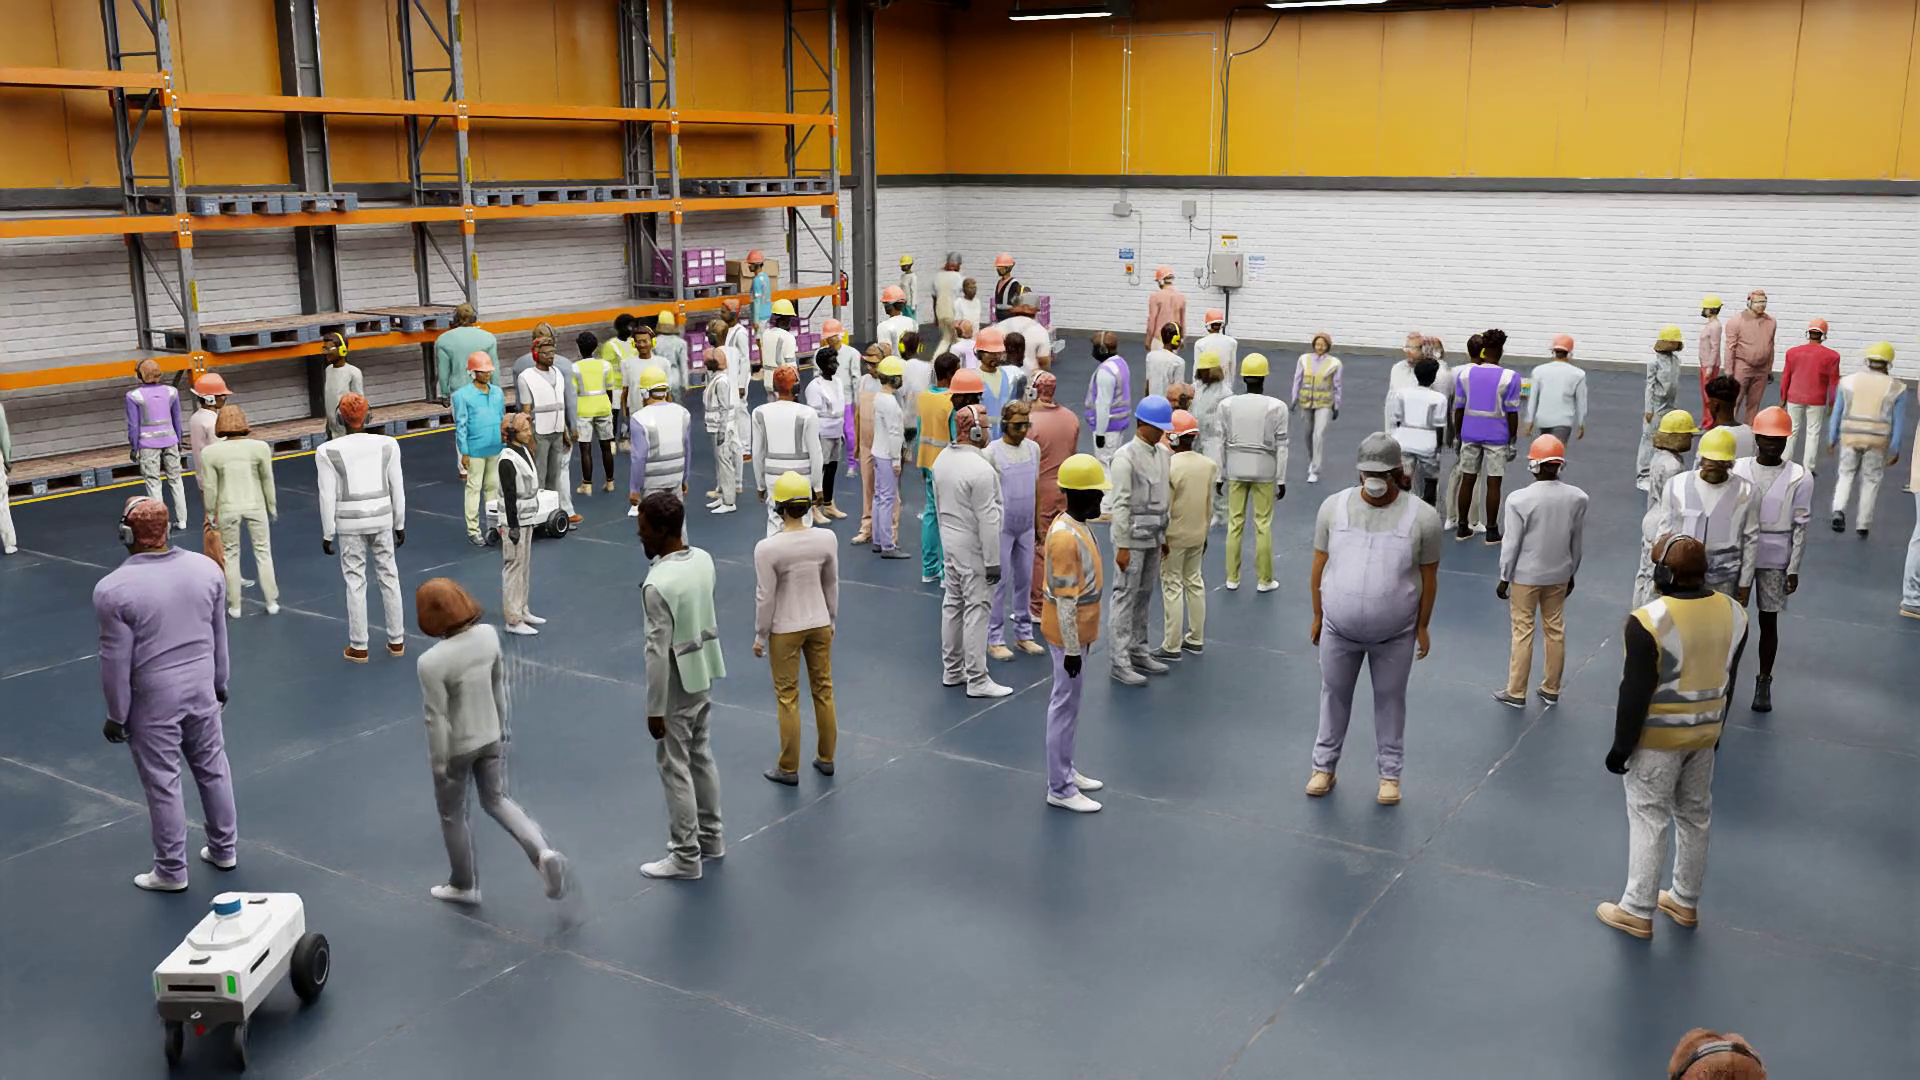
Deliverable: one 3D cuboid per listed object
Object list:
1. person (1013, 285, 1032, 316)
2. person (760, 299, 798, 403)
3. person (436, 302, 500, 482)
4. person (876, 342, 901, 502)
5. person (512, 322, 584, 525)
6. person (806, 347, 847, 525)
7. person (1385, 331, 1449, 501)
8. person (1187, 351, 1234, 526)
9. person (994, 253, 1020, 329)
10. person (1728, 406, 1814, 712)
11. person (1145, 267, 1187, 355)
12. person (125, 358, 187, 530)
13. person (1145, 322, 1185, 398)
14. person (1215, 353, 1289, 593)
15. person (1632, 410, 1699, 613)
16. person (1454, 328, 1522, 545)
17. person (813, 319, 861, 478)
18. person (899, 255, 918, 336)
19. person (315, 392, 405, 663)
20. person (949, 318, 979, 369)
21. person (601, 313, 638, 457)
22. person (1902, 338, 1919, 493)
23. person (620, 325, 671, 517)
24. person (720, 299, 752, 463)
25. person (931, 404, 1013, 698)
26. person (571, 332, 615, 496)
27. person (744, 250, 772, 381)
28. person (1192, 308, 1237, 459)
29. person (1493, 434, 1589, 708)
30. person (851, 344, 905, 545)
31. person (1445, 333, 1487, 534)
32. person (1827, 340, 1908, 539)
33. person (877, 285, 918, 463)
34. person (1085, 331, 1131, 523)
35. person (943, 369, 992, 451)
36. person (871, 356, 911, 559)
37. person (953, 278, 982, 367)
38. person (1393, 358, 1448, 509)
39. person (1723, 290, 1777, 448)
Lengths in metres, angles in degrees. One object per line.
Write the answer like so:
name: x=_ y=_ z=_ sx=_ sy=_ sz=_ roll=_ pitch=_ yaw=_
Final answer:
person: x=0.789 y=-2.293 z=21.129 sx=0.328 sy=1.872 sz=0.513 roll=3 pitch=13 yaw=12
person: x=-1.982 y=-1.712 z=18.504 sx=0.398 sy=1.920 sz=0.586 roll=-11 pitch=17 yaw=-39
person: x=-5.281 y=-1.589 z=17.924 sx=0.635 sy=1.937 sz=0.354 roll=-4 pitch=14 yaw=-17
person: x=-0.787 y=-1.188 z=16.850 sx=0.285 sy=1.633 sz=0.497 roll=-4 pitch=14 yaw=-17
person: x=-3.889 y=-1.083 z=15.728 sx=0.627 sy=1.941 sz=0.370 roll=4 pitch=14 yaw=16
person: x=-1.267 y=-1.001 z=15.903 sx=0.317 sy=1.695 sz=0.540 roll=7 pitch=15 yaw=27
person: x=4.295 y=-1.037 z=15.643 sx=0.756 sy=1.884 sz=0.645 roll=-9 pitch=16 yaw=-34
person: x=2.250 y=-0.908 z=15.505 sx=0.897 sy=1.697 sz=0.491 roll=-11 pitch=17 yaw=-41
person: x=0.671 y=-3.274 z=25.003 sx=0.374 sy=2.044 sz=0.606 roll=-7 pitch=15 yaw=-27
person: x=5.038 y=0.117 z=10.516 sx=0.545 sy=1.942 sz=0.347 roll=9 pitch=16 yaw=33
person: x=2.861 y=-2.788 z=23.063 sx=0.732 sy=1.966 sz=0.565 roll=-8 pitch=15 yaw=-30
person: x=-7.456 y=-0.867 z=15.443 sx=0.309 sy=1.641 sz=0.515 roll=9 pitch=16 yaw=34
person: x=2.053 y=-1.251 z=16.649 sx=0.335 sy=1.855 sz=0.532 roll=-11 pitch=17 yaw=-40
person: x=2.340 y=-0.534 z=13.364 sx=0.587 sy=1.930 sz=0.378 roll=6 pitch=14 yaw=23
person: x=4.948 y=-0.047 z=11.662 sx=0.305 sy=1.745 sz=0.483 roll=2 pitch=13 yaw=10
person: x=4.757 y=-0.932 z=15.036 sx=0.603 sy=1.958 sz=0.373 roll=10 pitch=16 yaw=37
person: x=-1.356 y=-1.553 z=18.205 sx=0.574 sy=1.737 sz=0.354 roll=5 pitch=14 yaw=20
person: x=-0.932 y=-4.168 z=29.512 sx=0.340 sy=1.761 sz=0.524 roll=-7 pitch=15 yaw=-27
person: x=-4.128 y=-0.083 z=11.519 sx=0.573 sy=1.879 sz=0.356 roll=-9 pitch=16 yaw=-34
person: x=0.047 y=-1.736 z=19.216 sx=0.309 sy=1.641 sz=0.514 roll=9 pitch=16 yaw=35
person: x=-3.969 y=-1.803 z=19.421 sx=0.340 sy=1.686 sz=0.622 roll=9 pitch=16 yaw=33
person: x=10.071 y=-1.360 z=17.325 sx=0.341 sy=1.761 sz=0.526 roll=8 pitch=15 yaw=30
person: x=-3.053 y=-1.158 z=16.204 sx=0.509 sy=1.872 sz=0.329 roll=-2 pitch=13 yaw=-9
person: x=-2.575 y=-1.812 z=19.010 sx=0.358 sy=1.883 sz=0.572 roll=-6 pitch=14 yaw=-25
person: x=0.086 y=0.070 z=10.795 sx=0.410 sy=1.909 sz=0.643 roll=-8 pitch=15 yaw=-30
person: x=-3.817 y=-1.303 z=17.209 sx=0.533 sy=1.697 sz=0.322 roll=-9 pitch=16 yaw=-33
person: x=-3.150 y=-3.494 z=25.987 sx=0.403 sy=2.037 sz=0.606 roll=1 pitch=13 yaw=6
person: x=2.915 y=-1.793 z=19.208 sx=0.563 sy=1.752 sz=0.327 roll=-6 pitch=14 yaw=-23
person: x=3.673 y=0.198 z=10.575 sx=0.563 sy=1.751 sz=0.329 roll=-3 pitch=13 yaw=-13
person: x=-0.735 y=-0.846 z=14.918 sx=0.504 sy=1.840 sz=0.345 roll=7 pitch=15 yaw=27
person: x=4.756 y=-0.992 z=15.487 sx=0.310 sy=1.868 sz=0.533 roll=-10 pitch=16 yaw=-37
person: x=8.296 y=-0.910 z=15.227 sx=0.632 sy=1.825 sz=0.467 roll=11 pitch=17 yaw=39
person: x=-0.742 y=-1.853 z=18.839 sx=0.371 sy=2.044 sz=0.608 roll=10 pitch=16 yaw=36
person: x=1.413 y=-1.084 z=15.970 sx=0.430 sy=1.834 sz=0.644 roll=5 pitch=14 yaw=20
person: x=0.058 y=-0.305 z=12.356 sx=0.362 sy=1.935 sz=0.553 roll=-1 pitch=13 yaw=-5
person: x=-0.609 y=-0.721 z=14.538 sx=0.326 sy=1.766 sz=0.522 roll=-4 pitch=14 yaw=-16
person: x=0.168 y=-2.733 z=23.179 sx=0.523 sy=1.797 sz=0.942 roll=-10 pitch=16 yaw=-36
person: x=4.246 y=-0.851 z=15.313 sx=0.534 sy=1.658 sz=0.765 roll=8 pitch=15 yaw=32
person: x=9.479 y=-2.040 z=19.950 sx=0.651 sy=1.907 sz=0.409 roll=-2 pitch=13 yaw=-10
